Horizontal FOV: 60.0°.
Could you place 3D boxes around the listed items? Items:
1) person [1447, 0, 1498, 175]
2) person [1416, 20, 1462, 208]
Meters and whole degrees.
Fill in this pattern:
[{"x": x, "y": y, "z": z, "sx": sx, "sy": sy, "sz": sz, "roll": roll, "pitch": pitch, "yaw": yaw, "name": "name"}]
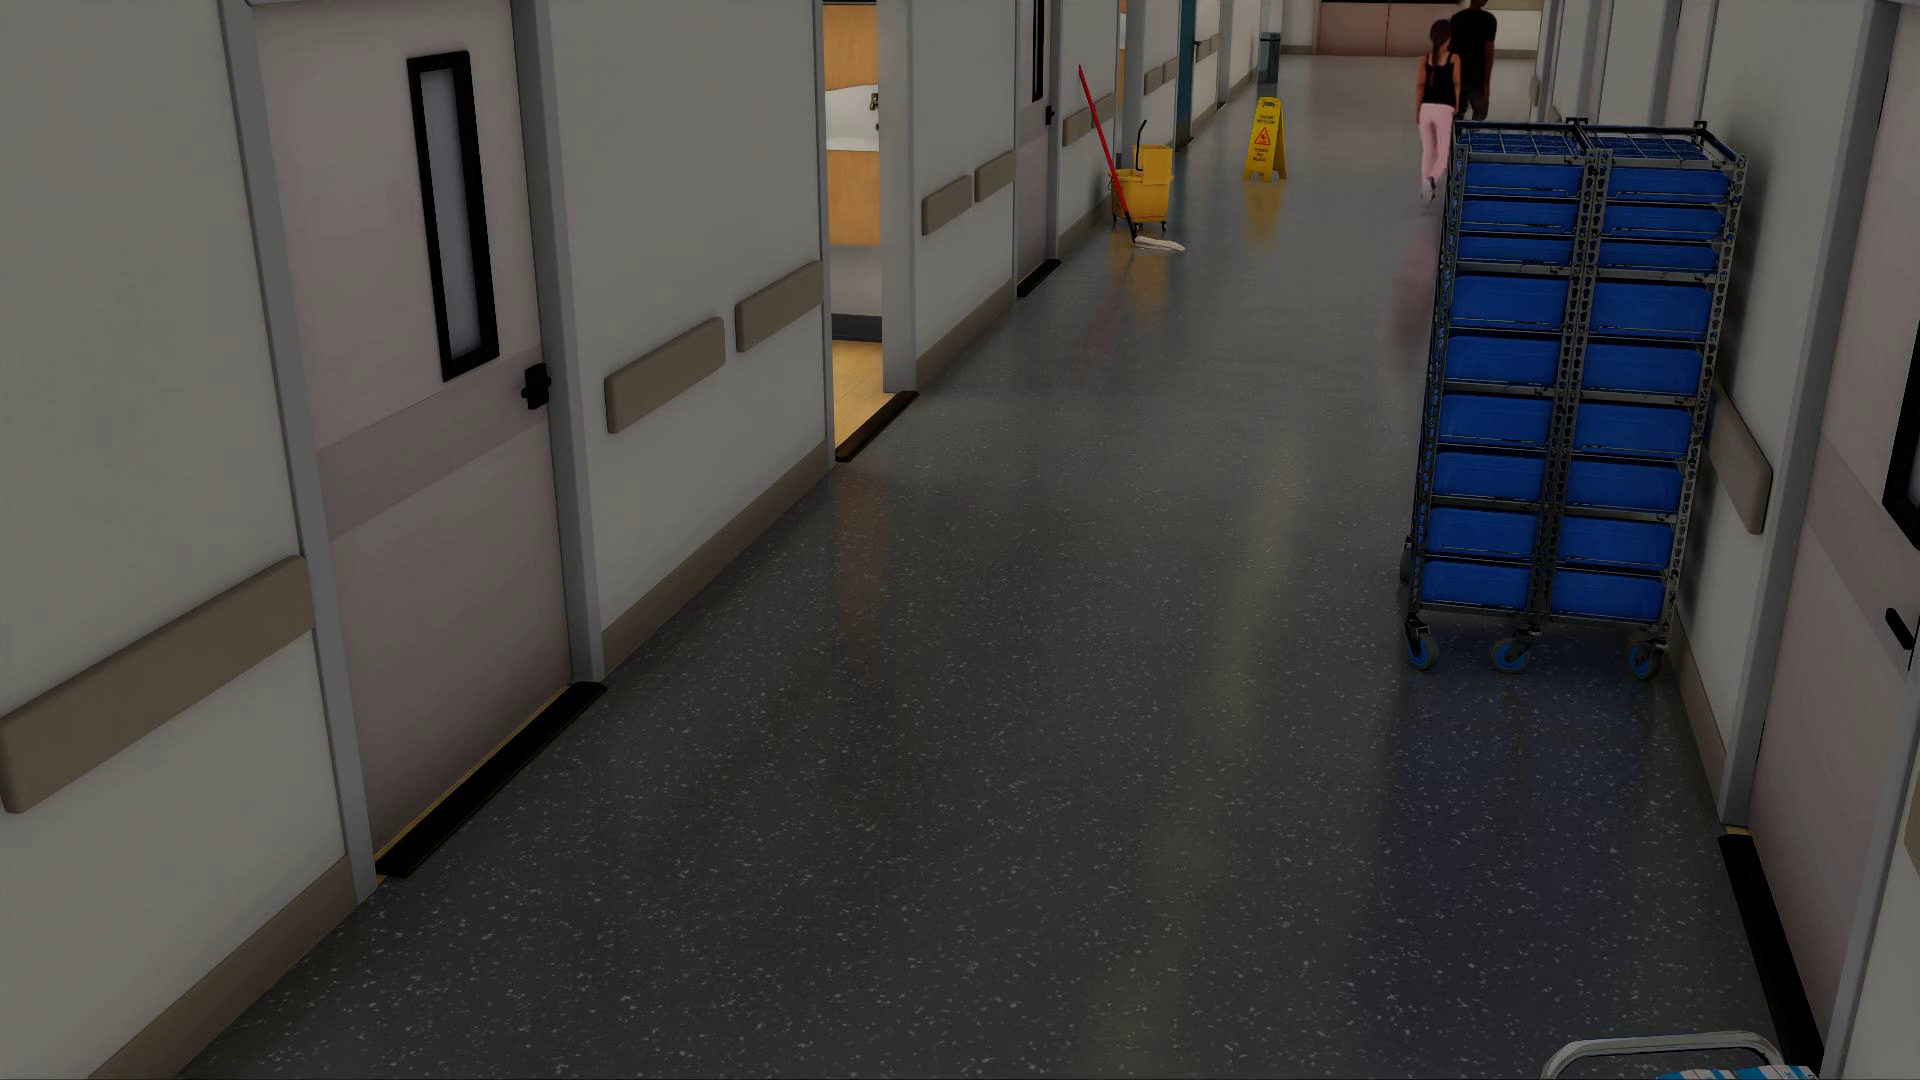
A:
[{"x": 4.779, "y": -4.363, "z": 15.804, "sx": 0.768, "sy": 1.792, "sz": 0.770, "roll": 17, "pitch": 26, "yaw": 37, "name": "person"}, {"x": 4.046, "y": -3.601, "z": 14.136, "sx": 0.647, "sy": 1.549, "sz": 0.920, "roll": 11, "pitch": 23, "yaw": 26, "name": "person"}]
